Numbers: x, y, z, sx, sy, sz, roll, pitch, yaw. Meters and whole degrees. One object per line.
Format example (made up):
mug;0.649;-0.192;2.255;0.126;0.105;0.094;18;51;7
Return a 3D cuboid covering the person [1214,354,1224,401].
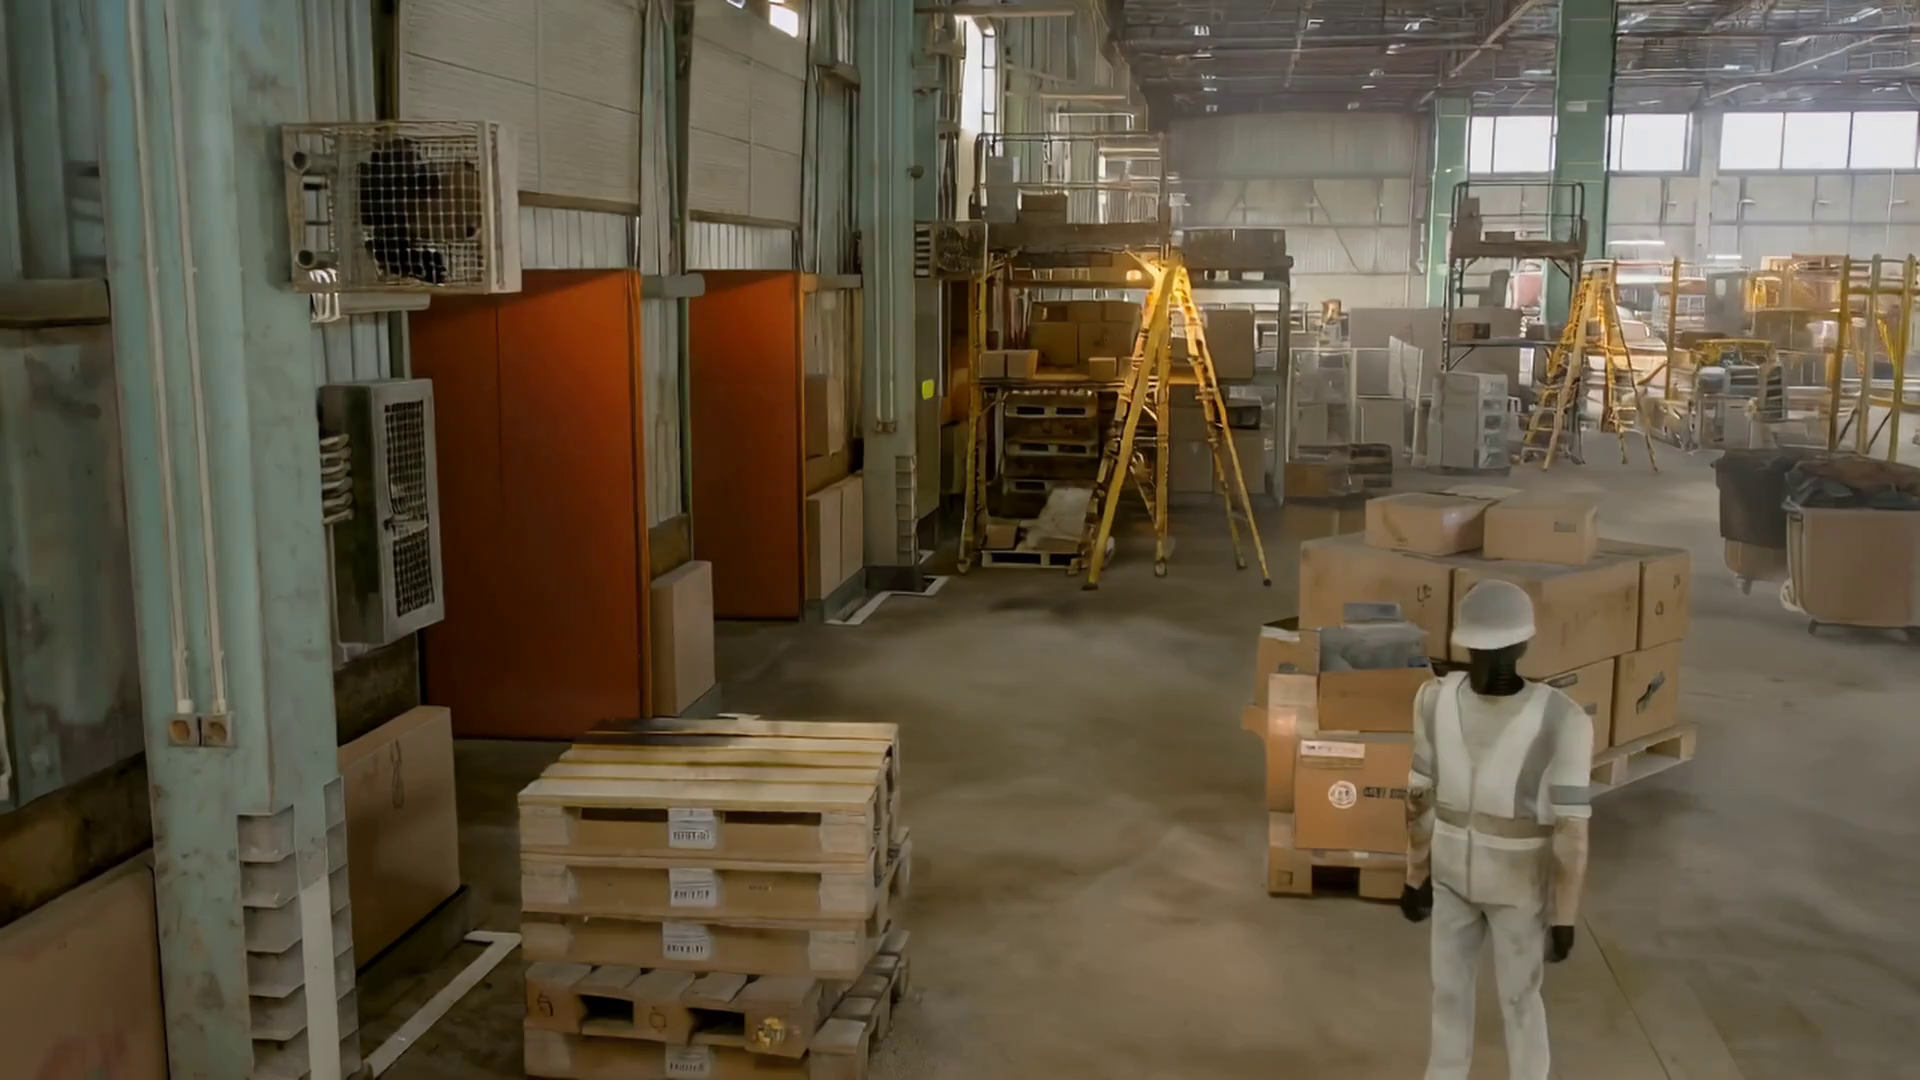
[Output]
person;5.495;-3.620;34.938;0.314;1.634;0.515;-3;10;-18

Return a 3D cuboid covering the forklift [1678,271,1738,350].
forklift;21.735;-6.311;47.690;1.873;2.768;1.129;-3;10;-19

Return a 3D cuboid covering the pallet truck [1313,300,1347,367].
pallet truck;11.159;-6.200;49.718;0.823;1.965;1.885;4;10;26

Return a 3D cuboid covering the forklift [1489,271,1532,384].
forklift;13.422;-5.322;41.591;1.873;2.768;1.129;1;9;9

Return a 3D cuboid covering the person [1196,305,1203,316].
person;6.365;-5.336;44.610;0.544;1.929;0.386;-6;11;-35

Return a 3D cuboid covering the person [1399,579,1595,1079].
person;1.648;1.061;5.189;0.395;1.918;0.591;-9;13;-44

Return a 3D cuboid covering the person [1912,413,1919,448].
person;15.628;-2.340;26.732;0.485;1.738;0.322;-4;10;-23

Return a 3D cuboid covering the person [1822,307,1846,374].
person;22.467;-5.009;42.690;0.552;1.912;0.879;0;9;0

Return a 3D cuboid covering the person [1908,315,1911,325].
person;27.520;-5.850;47.910;1.018;1.897;0.643;-5;11;-29
